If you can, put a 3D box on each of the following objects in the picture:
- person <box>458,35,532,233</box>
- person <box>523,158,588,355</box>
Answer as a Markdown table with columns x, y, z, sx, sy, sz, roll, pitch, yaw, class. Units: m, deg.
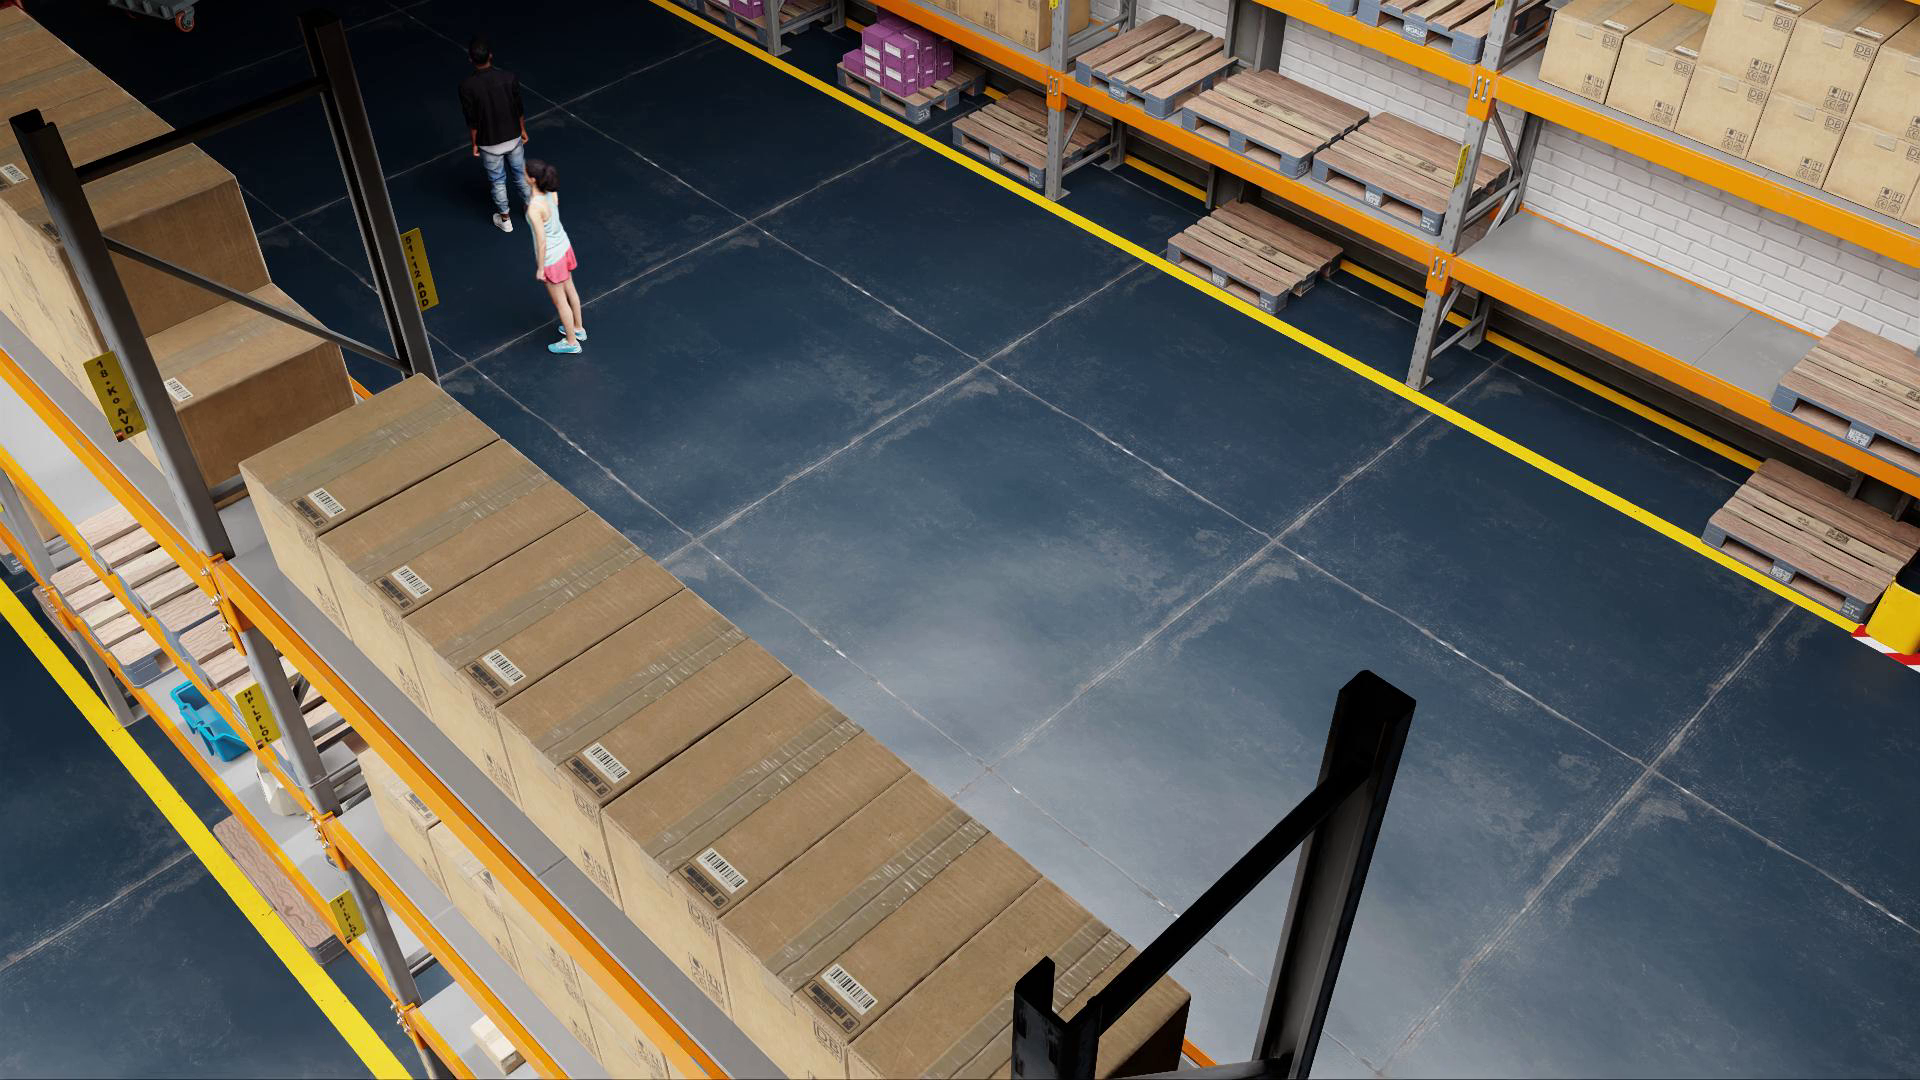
| x | y | z | sx | sy | sz | roll | pitch | yaw | class |
| --- | --- | --- | --- | --- | --- | --- | --- | --- | --- |
| -4.064 | -3.571 | 14.638 | 0.750 | 1.813 | 0.682 | -22 | 48 | -22 | person |
| -3.258 | -2.274 | 13.312 | 0.737 | 1.764 | 0.700 | 9 | 44 | 10 | person |
